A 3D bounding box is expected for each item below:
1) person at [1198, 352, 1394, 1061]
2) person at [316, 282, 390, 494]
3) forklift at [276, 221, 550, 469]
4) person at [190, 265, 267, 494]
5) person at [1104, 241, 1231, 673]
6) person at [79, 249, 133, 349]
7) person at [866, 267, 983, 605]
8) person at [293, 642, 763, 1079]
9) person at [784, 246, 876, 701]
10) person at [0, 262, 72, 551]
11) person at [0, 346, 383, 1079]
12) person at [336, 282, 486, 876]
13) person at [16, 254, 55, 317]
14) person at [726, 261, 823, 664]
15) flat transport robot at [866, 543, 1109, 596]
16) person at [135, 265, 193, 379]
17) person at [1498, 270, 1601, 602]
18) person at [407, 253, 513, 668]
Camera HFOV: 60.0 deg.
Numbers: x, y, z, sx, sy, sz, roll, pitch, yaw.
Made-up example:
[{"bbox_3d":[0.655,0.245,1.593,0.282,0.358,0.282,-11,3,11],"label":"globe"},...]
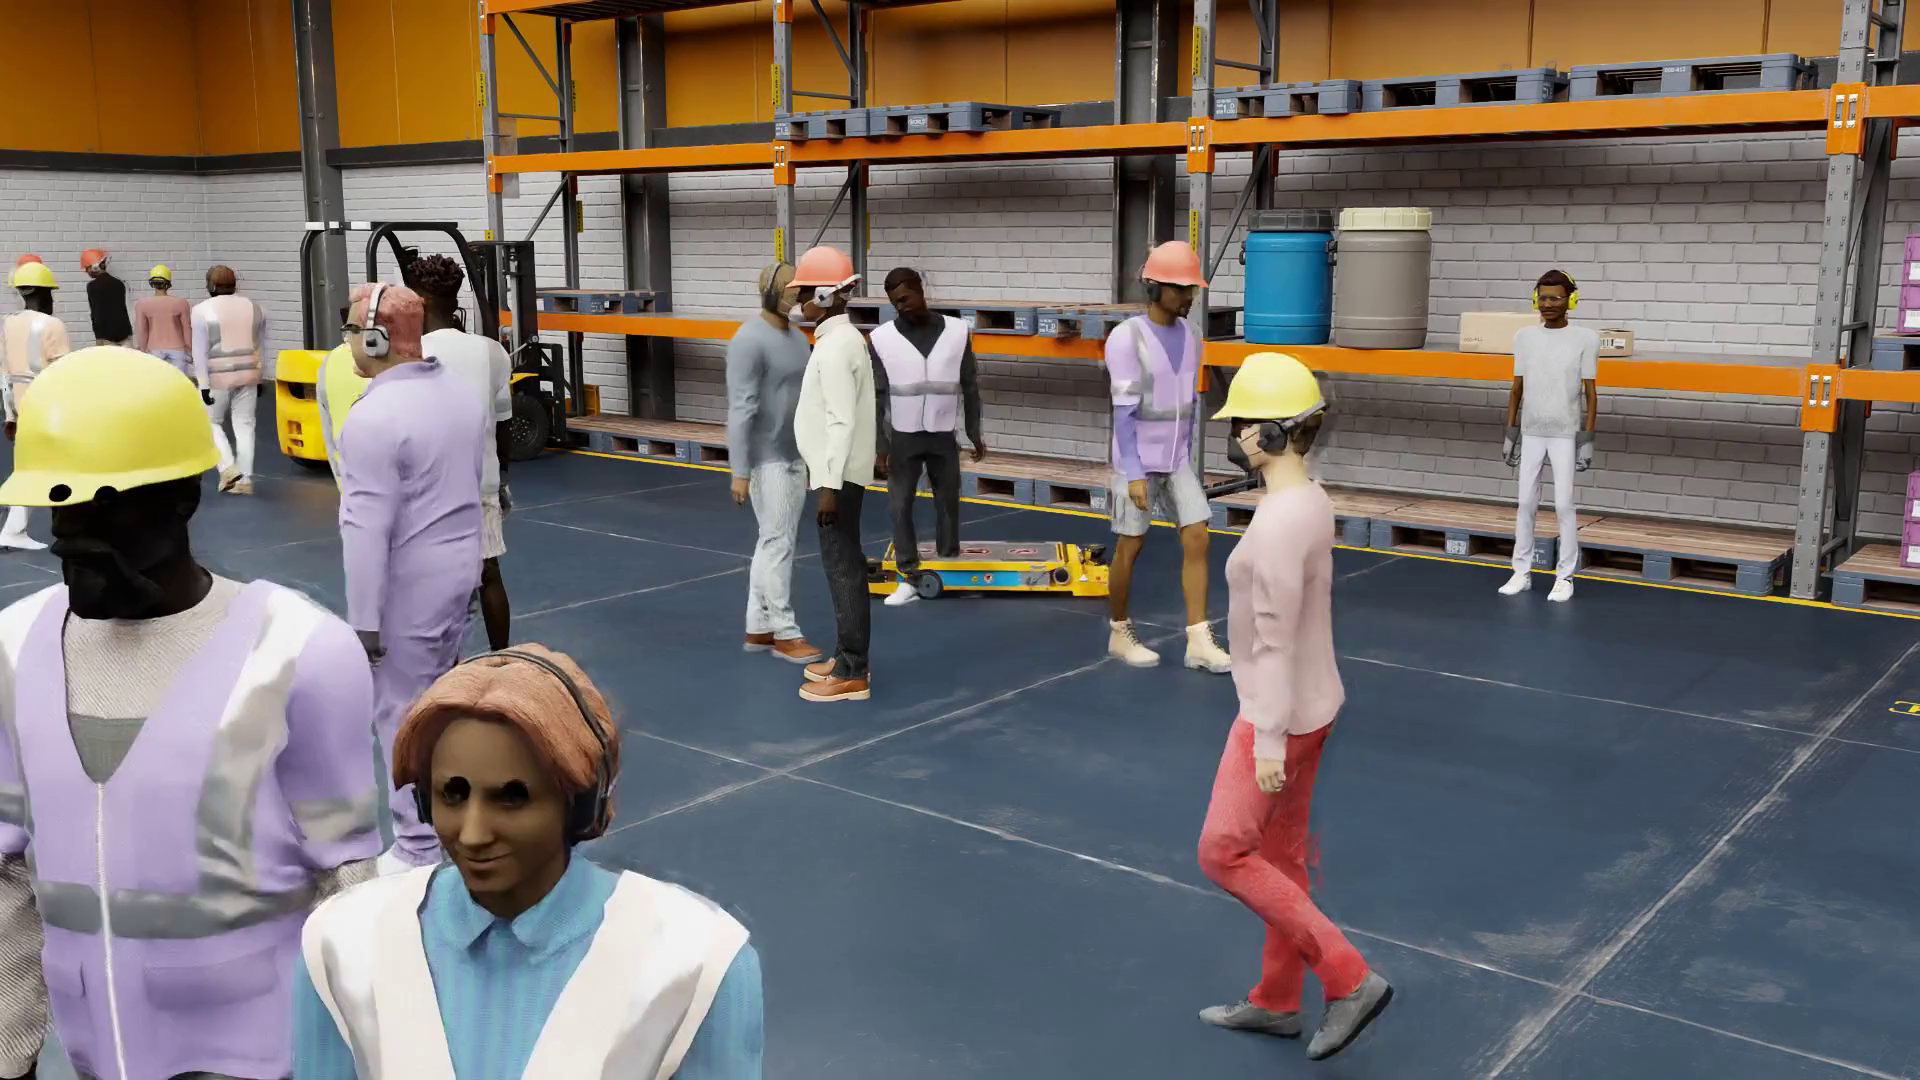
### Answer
[{"bbox_3d":[0.806,0.426,4.070,0.444,1.759,0.525,4,11,22],"label":"person"},{"bbox_3d":[-2.462,-0.184,7.205,0.624,1.844,0.429,6,12,31],"label":"person"},{"bbox_3d":[-4.922,-1.741,14.854,1.214,2.155,2.313,8,13,38],"label":"forklift"},{"bbox_3d":[-5.796,-1.261,13.209,0.442,1.828,0.628,9,14,41],"label":"person"},{"bbox_3d":[0.968,-0.355,7.670,0.625,2.007,0.846,-8,13,-37],"label":"person"},{"bbox_3d":[-9.677,-2.343,18.965,1.024,1.921,0.636,2,11,13],"label":"person"},{"bbox_3d":[-0.195,-0.571,9.267,0.679,1.878,0.391,-3,11,-15],"label":"person"},{"bbox_3d":[-0.449,0.885,1.876,0.529,1.620,0.623,1,10,6],"label":"person"},{"bbox_3d":[-0.565,-0.287,7.350,0.396,1.992,0.622,0,10,1],"label":"person"},{"bbox_3d":[-6.036,-0.882,11.000,0.589,1.880,0.952,7,12,34],"label":"person"},{"bbox_3d":[-1.086,0.659,2.416,0.598,1.894,0.887,2,11,13],"label":"person"},{"bbox_3d":[-1.671,0.154,5.172,0.489,1.893,0.665,2,10,12],"label":"person"},{"bbox_3d":[-9.928,-2.140,17.958,0.374,1.883,0.656,-6,12,-32],"label":"person"},{"bbox_3d":[-0.862,-0.368,7.988,0.478,1.922,0.656,4,11,21],"label":"person"},{"bbox_3d":[0.148,0.157,9.664,1.431,0.197,0.652,0,10,2],"label":"flat transport robot"},{"bbox_3d":[-8.149,-1.930,17.083,0.525,1.769,0.327,-4,11,-19],"label":"person"},{"bbox_3d":[3.322,-0.584,9.379,0.516,1.860,0.319,8,13,39],"label":"person"},{"bbox_3d":[-2.194,-0.239,7.159,0.362,1.963,0.614,8,13,38],"label":"person"}]
